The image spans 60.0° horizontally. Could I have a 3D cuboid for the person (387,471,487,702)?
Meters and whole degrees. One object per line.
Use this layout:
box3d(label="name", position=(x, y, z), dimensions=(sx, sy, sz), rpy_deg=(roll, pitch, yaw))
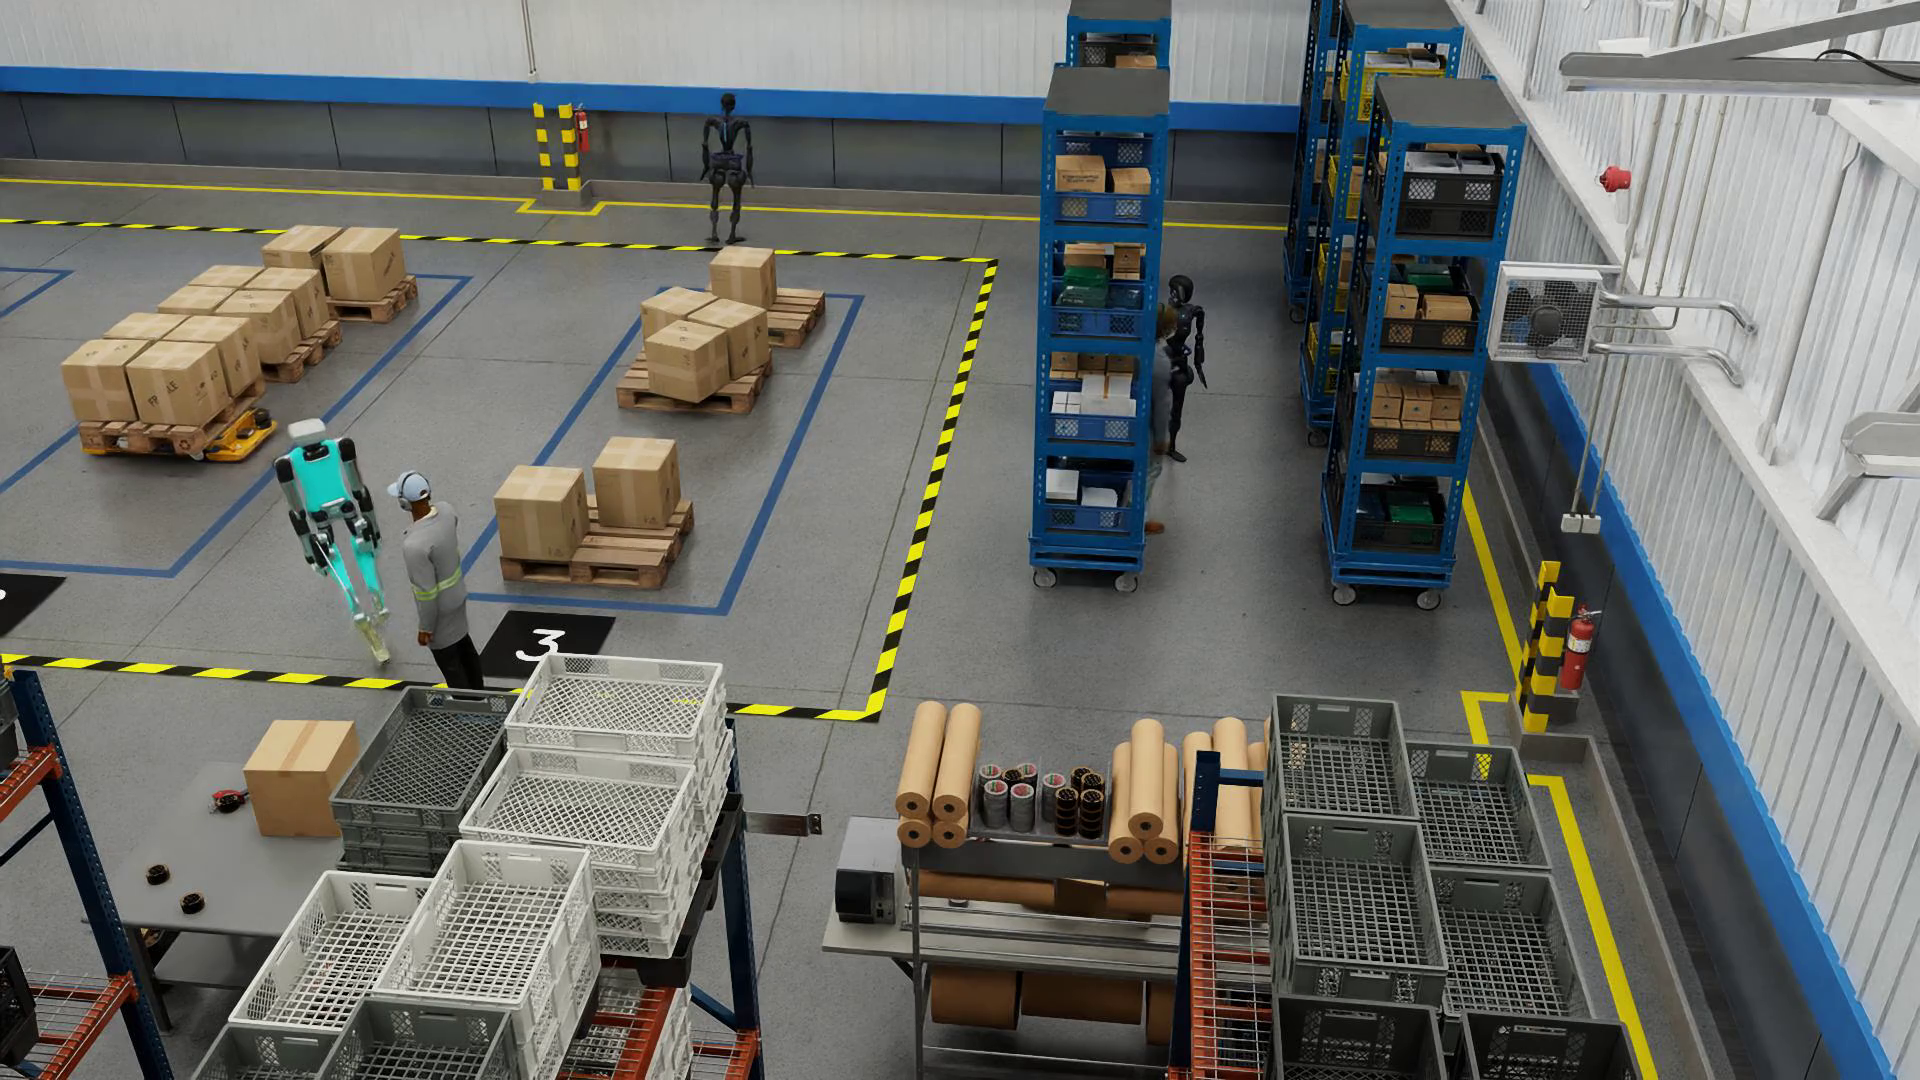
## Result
box3d(label="person", position=(-3.287, 0.393, 10.425), dimensions=(0.390, 1.849, 0.594), rpy_deg=(3, 30, 5))

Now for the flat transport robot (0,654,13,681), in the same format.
box3d(label="flat transport robot", position=(-7.142, 0.969, 11.010), dimensions=(1.431, 0.231, 0.659), rpy_deg=(3, 30, 6))

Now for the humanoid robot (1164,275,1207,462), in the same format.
box3d(label="humanoid robot", position=(1.746, -1.388, 13.645), dimensions=(0.599, 1.656, 0.315), rpy_deg=(-13, 33, -21))

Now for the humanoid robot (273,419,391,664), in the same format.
box3d(label="humanoid robot", position=(-4.052, 0.094, 11.039), dimensions=(0.552, 1.742, 0.893), rpy_deg=(-22, 37, -33))

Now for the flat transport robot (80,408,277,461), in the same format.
box3d(label="flat transport robot", position=(-6.703, -0.943, 14.265), dimensions=(1.431, 0.197, 0.652), rpy_deg=(3, 30, 6))

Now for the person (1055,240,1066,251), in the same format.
box3d(label="person", position=(1.154, -2.890, 15.951), dimensions=(0.604, 1.966, 0.367), rpy_deg=(19, 35, 29))

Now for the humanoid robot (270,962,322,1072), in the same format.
box3d(label="humanoid robot", position=(-2.733, 2.420, 7.166), dimensions=(0.816, 1.620, 0.599), rpy_deg=(-21, 36, -32))

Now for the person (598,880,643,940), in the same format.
box3d(label="person", position=(-1.829, 1.712, 8.229), dimensions=(0.607, 1.795, 0.965), rpy_deg=(9, 31, 15))

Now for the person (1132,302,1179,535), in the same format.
box3d(label="person", position=(1.339, -0.911, 12.609), dimensions=(0.523, 1.909, 0.657), rpy_deg=(-10, 32, -17))

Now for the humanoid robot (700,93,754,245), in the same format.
box3d(label="humanoid robot", position=(-2.574, -4.061, 18.245), dimensions=(0.600, 1.640, 0.414), rpy_deg=(1, 30, 1))
